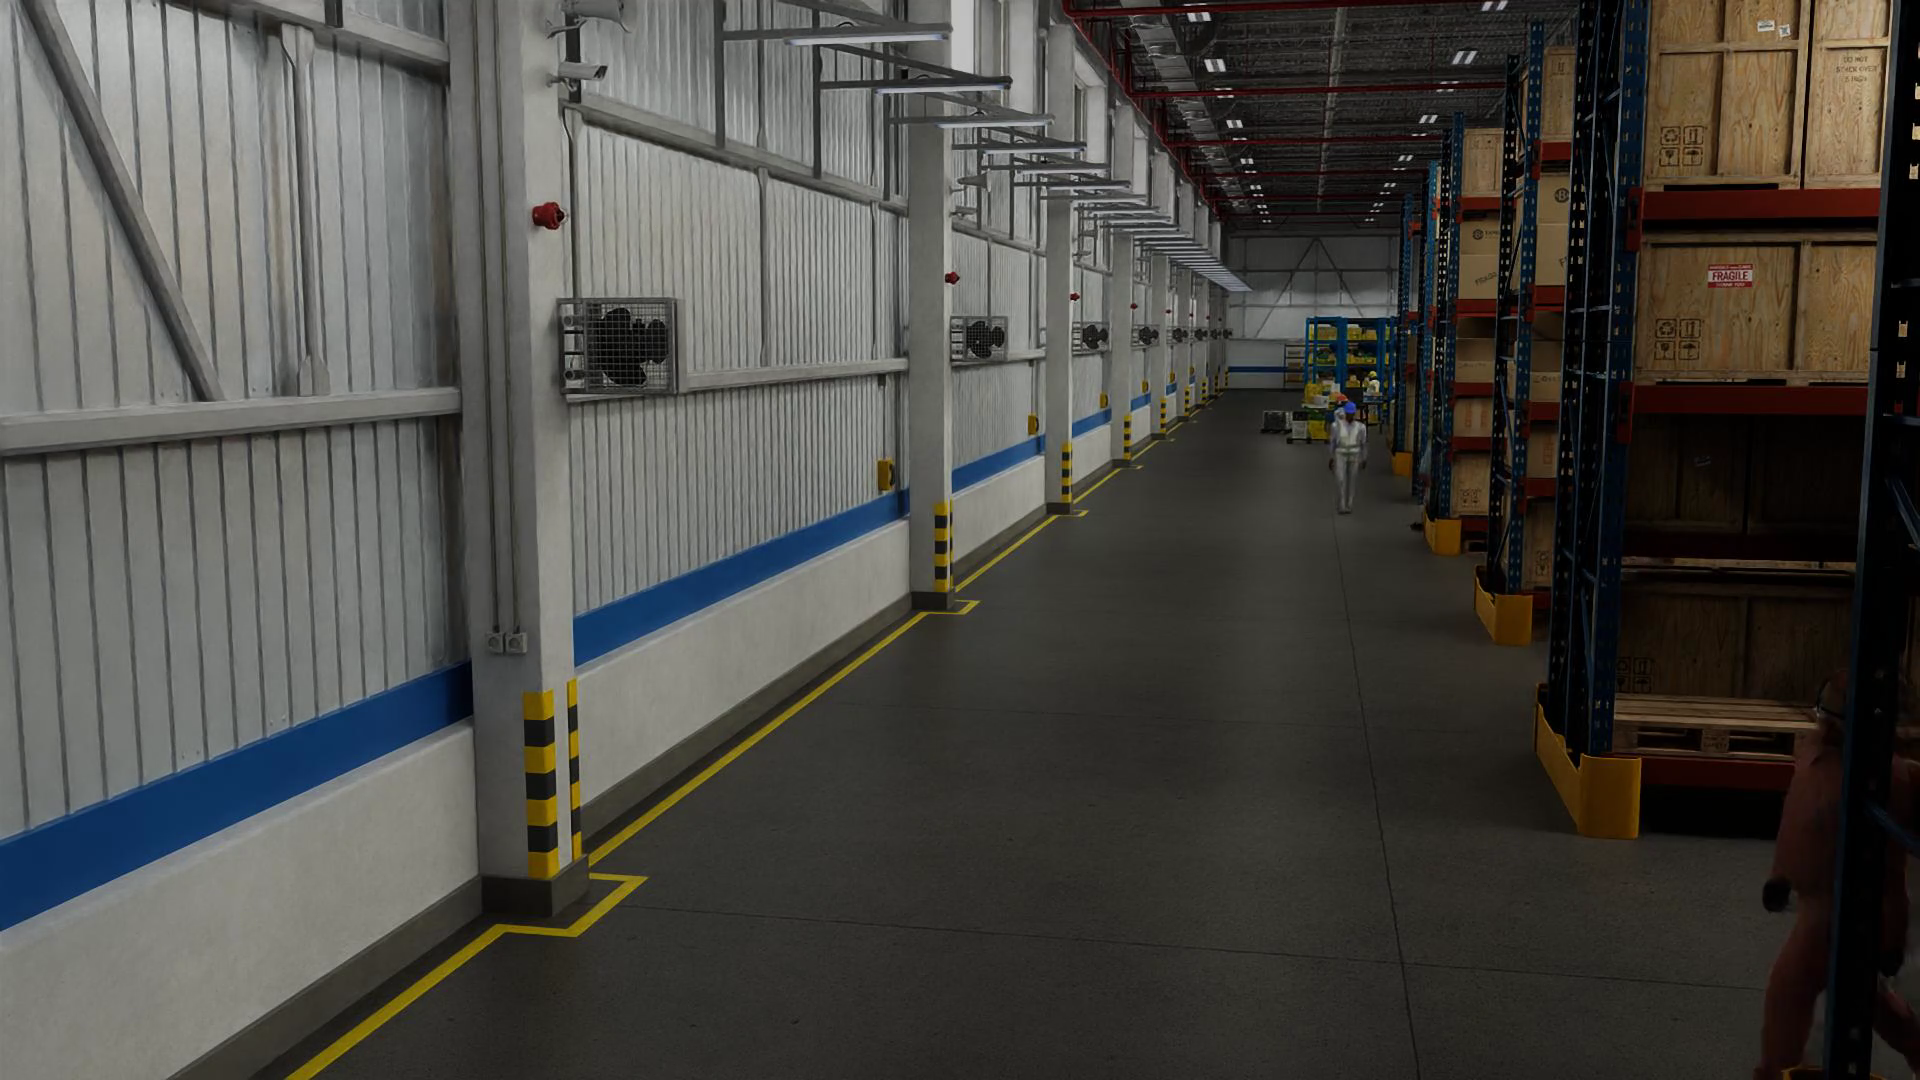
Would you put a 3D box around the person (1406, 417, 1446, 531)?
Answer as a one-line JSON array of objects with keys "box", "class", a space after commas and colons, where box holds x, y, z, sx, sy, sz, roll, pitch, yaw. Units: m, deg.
[{"box": [7.296, -1.016, 25.836, 0.864, 1.782, 0.614, 0, 7, 0], "class": "person"}]

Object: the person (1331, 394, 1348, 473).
[{"box": [8.364, -2.329, 36.499, 0.563, 1.753, 0.327, -6, 9, -38], "class": "person"}]

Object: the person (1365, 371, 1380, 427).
[{"box": [13.562, -4.641, 54.717, 0.404, 1.827, 0.602, 7, 10, 43], "class": "person"}]

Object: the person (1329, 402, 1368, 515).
[{"box": [6.584, -1.364, 28.148, 0.644, 1.905, 0.937, 1, 7, 7], "class": "person"}]

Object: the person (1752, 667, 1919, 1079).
[{"box": [3.450, 1.385, 6.399, 0.949, 1.857, 0.637, 1, 7, 11], "class": "person"}]

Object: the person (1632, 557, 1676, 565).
[{"box": [5.760, 0.586, 13.705, 0.686, 1.612, 0.522, -2, 8, -19], "class": "person"}]
